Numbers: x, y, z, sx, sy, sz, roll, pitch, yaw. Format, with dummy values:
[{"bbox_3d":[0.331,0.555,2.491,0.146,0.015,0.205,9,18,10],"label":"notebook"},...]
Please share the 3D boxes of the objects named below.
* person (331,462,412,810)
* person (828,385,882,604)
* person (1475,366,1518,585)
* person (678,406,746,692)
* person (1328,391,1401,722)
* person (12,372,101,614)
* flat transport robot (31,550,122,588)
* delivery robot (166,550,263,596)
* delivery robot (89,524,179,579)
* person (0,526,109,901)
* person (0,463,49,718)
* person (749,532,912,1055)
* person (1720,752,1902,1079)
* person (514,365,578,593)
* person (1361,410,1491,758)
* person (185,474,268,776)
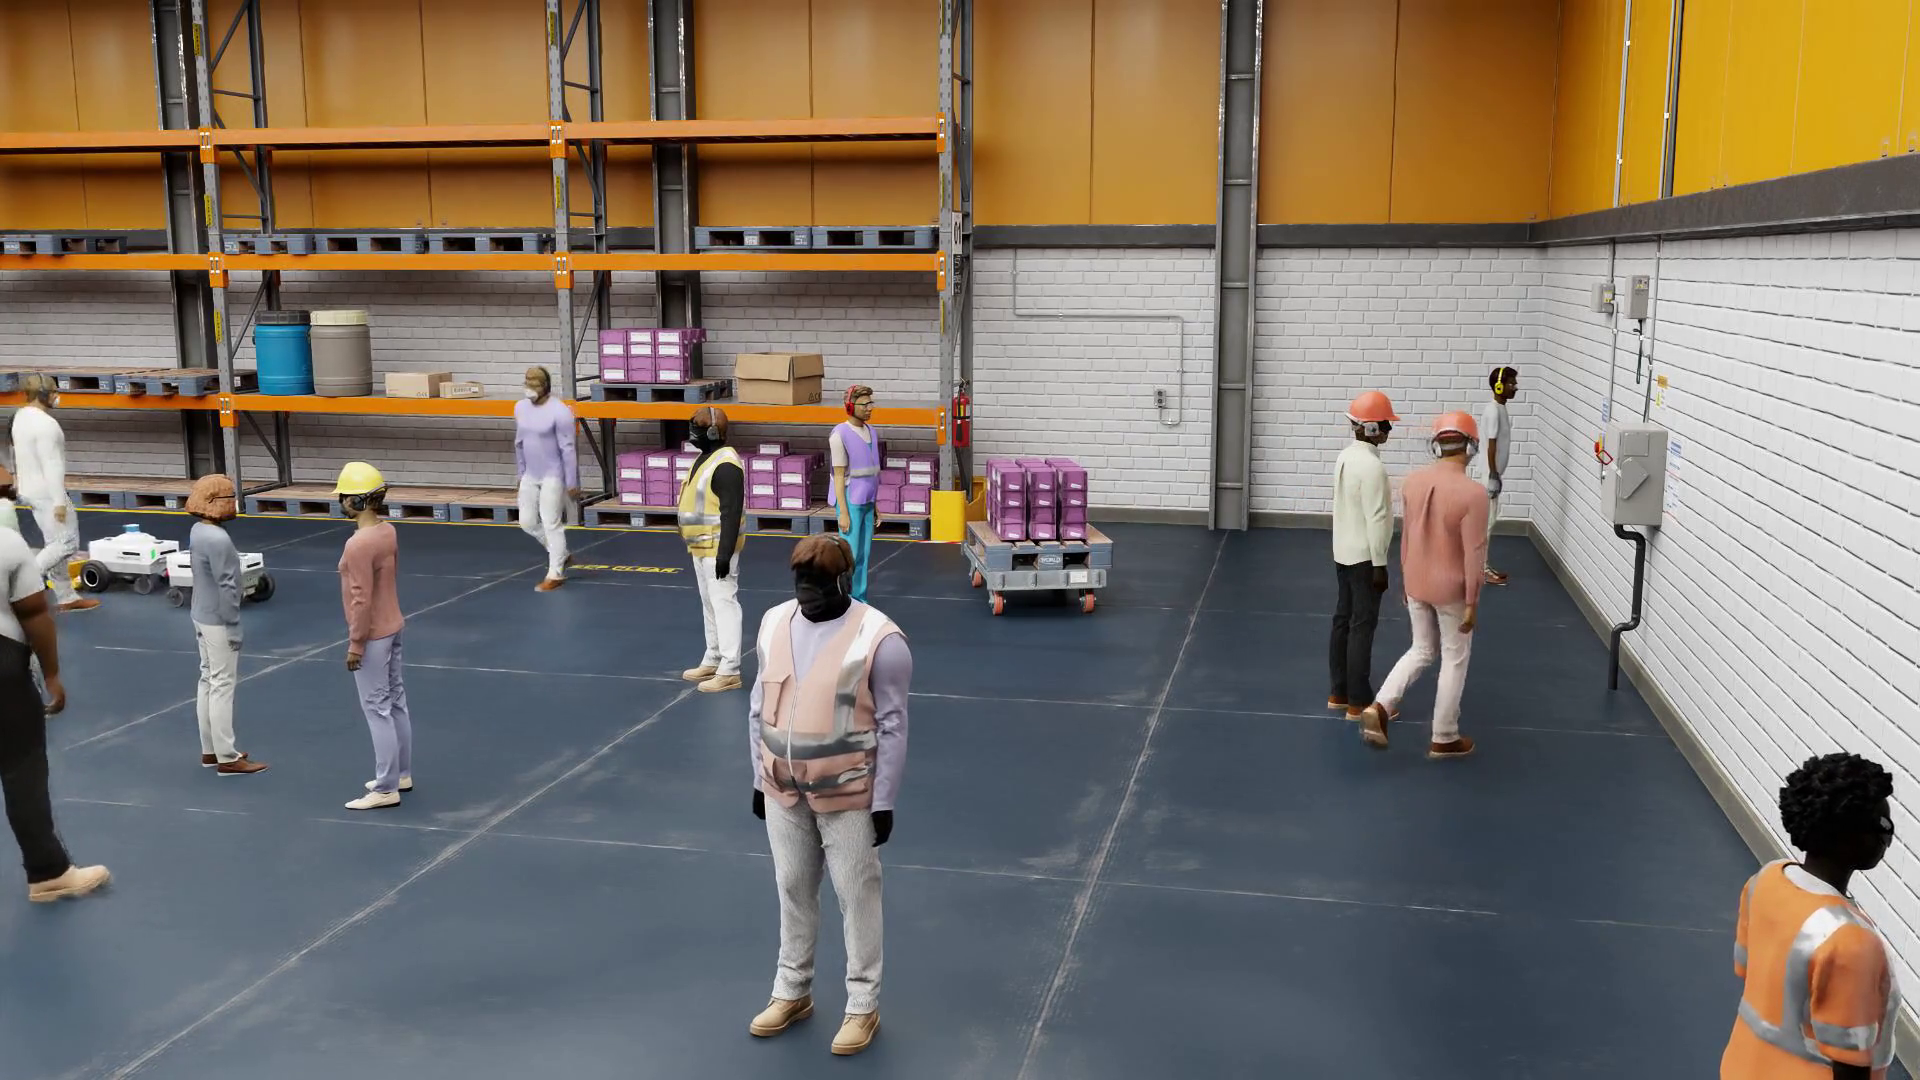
[{"bbox_3d":[-3.001,0.482,8.462,0.310,1.768,0.533,0,10,-1],"label":"person"},{"bbox_3d":[-0.788,-0.246,12.540,0.389,1.846,0.566,4,10,23],"label":"person"},{"bbox_3d":[4.612,-0.559,14.322,0.327,1.871,0.514,3,10,20],"label":"person"},{"bbox_3d":[-1.604,0.055,10.767,0.429,1.845,0.621,-4,10,-23],"label":"person"},{"bbox_3d":[2.444,0.096,10.075,0.375,1.995,0.611,-1,10,-8],"label":"person"},{"bbox_3d":[-7.091,-0.336,12.856,0.640,1.921,0.652,9,13,42],"label":"person"},{"bbox_3d":[-7.945,0.234,14.351,1.431,0.197,0.652,3,10,17],"label":"flat transport robot"},{"bbox_3d":[-5.975,0.217,13.336,0.707,0.478,0.477,2,10,12],"label":"delivery robot"},{"bbox_3d":[-6.926,0.111,13.961,0.707,0.478,0.477,3,10,17],"label":"delivery robot"},{"bbox_3d":[-4.216,0.565,7.161,0.856,2.000,0.535,-4,10,-23],"label":"person"},{"bbox_3d":[-5.752,0.303,9.969,0.407,1.620,0.508,-8,13,-40],"label":"person"},{"bbox_3d":[-0.486,0.882,5.873,0.624,1.845,0.429,5,11,26],"label":"person"},{"bbox_3d":[1.917,1.306,3.783,0.322,1.697,0.533,1,10,5],"label":"person"},{"bbox_3d":[-3.437,-0.519,13.939,0.658,1.917,0.510,6,11,32],"label":"person"},{"bbox_3d":[2.596,0.273,9.132,0.656,1.959,0.633,-6,11,-31],"label":"person"},{"bbox_3d":[-4.009,0.453,9.021,0.286,1.633,0.500,-7,12,-37],"label":"person"}]
